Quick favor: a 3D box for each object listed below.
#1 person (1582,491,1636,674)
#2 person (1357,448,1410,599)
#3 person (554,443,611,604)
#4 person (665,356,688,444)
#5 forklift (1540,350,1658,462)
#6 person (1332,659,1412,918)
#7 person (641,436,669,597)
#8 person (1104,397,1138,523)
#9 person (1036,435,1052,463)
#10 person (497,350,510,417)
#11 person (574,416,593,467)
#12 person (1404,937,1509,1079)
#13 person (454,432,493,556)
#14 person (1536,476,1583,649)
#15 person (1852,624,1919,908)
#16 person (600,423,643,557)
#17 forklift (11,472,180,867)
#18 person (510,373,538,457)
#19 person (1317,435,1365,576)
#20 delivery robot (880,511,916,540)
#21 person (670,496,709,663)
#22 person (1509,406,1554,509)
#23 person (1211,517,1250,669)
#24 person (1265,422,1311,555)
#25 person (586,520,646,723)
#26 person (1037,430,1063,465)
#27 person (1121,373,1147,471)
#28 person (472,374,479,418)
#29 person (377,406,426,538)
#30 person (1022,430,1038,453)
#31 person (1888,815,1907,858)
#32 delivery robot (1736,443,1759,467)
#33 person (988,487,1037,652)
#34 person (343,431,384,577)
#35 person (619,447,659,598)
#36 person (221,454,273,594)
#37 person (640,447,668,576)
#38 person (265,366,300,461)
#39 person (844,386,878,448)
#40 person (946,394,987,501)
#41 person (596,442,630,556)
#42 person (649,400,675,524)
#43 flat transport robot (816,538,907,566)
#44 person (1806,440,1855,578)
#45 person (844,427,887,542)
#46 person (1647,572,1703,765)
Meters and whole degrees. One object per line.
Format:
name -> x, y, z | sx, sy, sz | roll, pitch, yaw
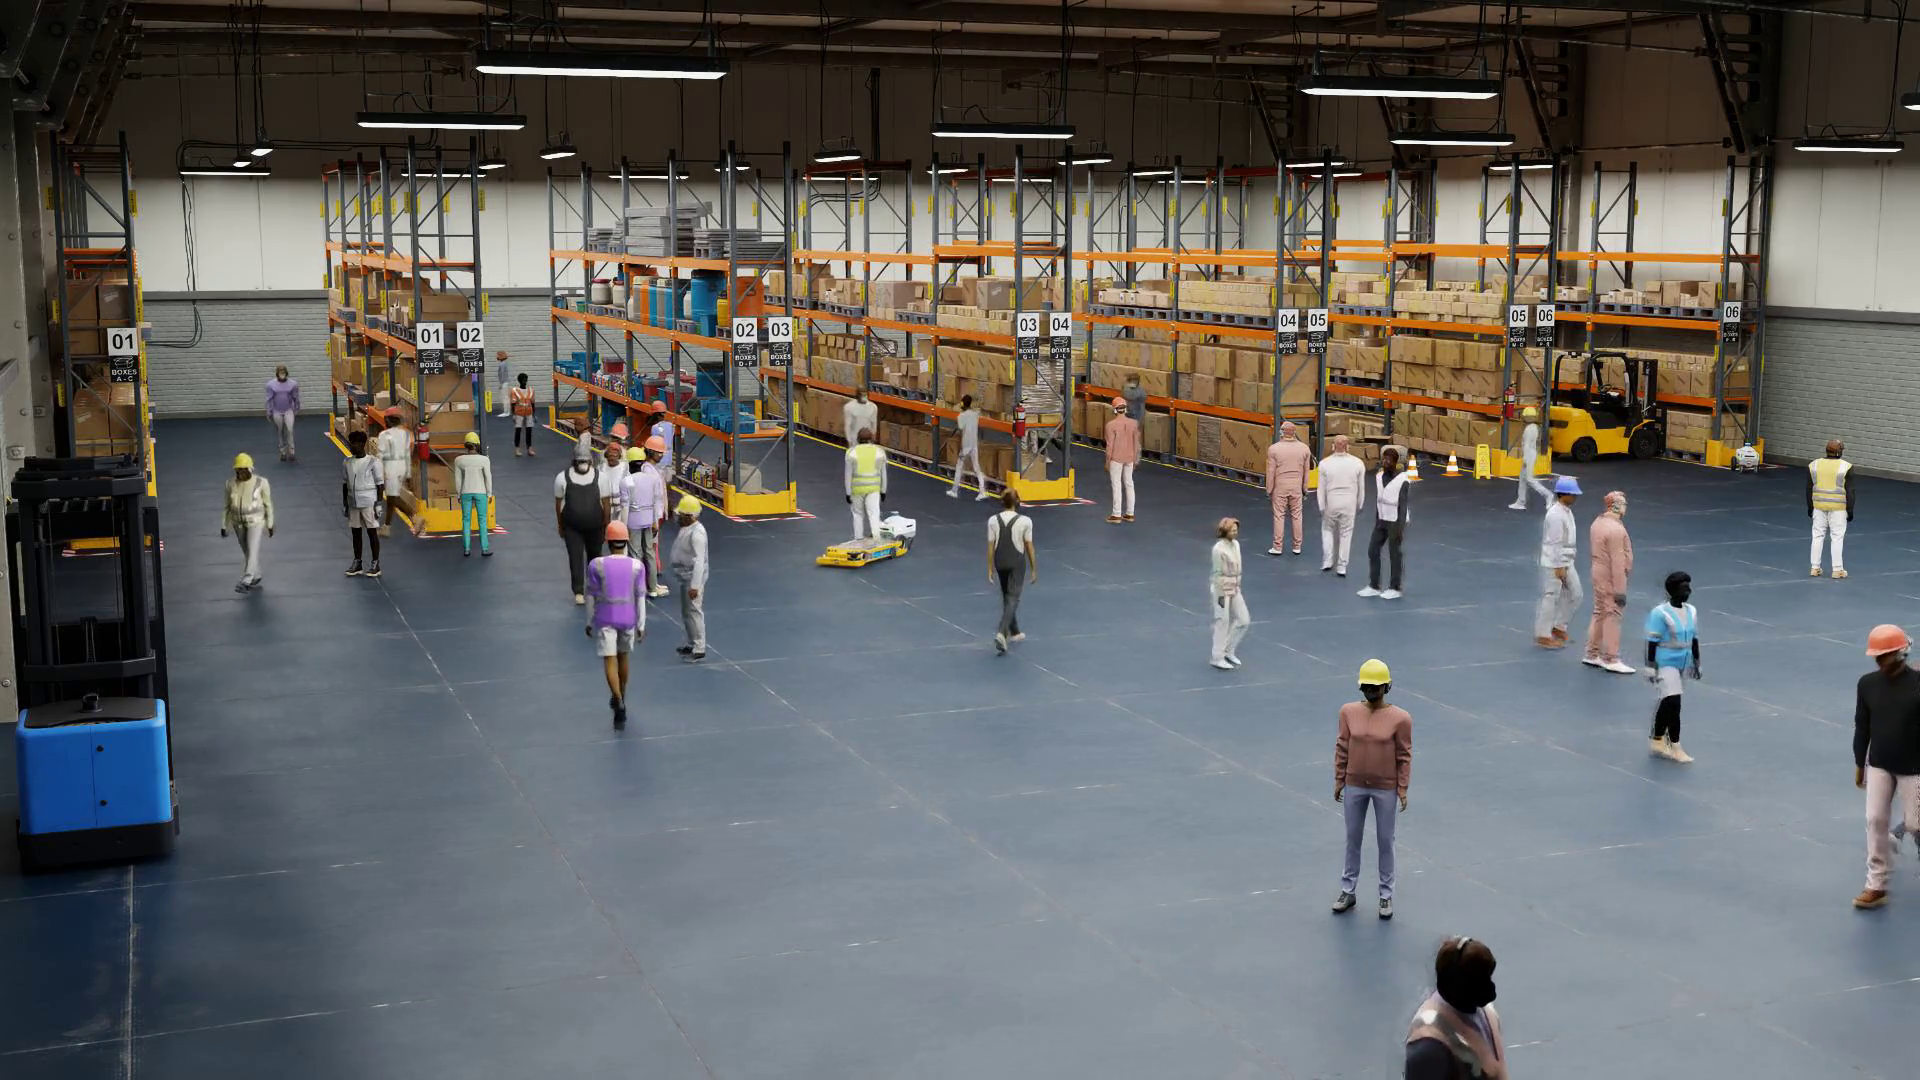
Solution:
person -> 6.861, 0.443, 22.134 | 0.453, 1.901, 0.705 | -1, 9, -5
person -> 5.319, -0.202, 26.291 | 0.673, 1.901, 0.629 | -5, 10, -29
person -> -4.730, -0.246, 26.287 | 0.691, 2.000, 0.853 | -2, 9, -14
person -> -6.132, -3.033, 45.030 | 0.605, 1.951, 0.380 | 1, 9, 7
forklift -> 12.897, -2.725, 42.309 | 2.313, 2.155, 1.214 | -3, 9, -21
person -> 2.798, 1.676, 14.241 | 0.523, 1.769, 0.314 | 4, 9, 25
person -> -3.888, -0.311, 26.605 | 0.386, 2.034, 0.604 | -1, 9, -8
person -> 2.530, -1.266, 33.140 | 0.613, 1.982, 0.407 | -5, 10, -32
person -> 1.604, -2.496, 41.656 | 0.594, 1.896, 0.725 | -6, 10, -35
person -> -11.248, -3.856, 51.567 | 0.265, 1.632, 0.507 | 0, 9, -2
person -> -6.062, -1.187, 33.774 | 0.278, 1.633, 0.499 | 0, 9, -1
person -> 2.048, 2.496, 8.676 | 0.953, 1.802, 0.619 | 5, 10, 28
person -> -6.906, -0.652, 29.759 | 0.525, 1.772, 0.309 | 0, 9, 1
person -> 6.669, 0.256, 23.192 | 0.531, 1.929, 0.623 | 6, 10, 34
person -> 6.497, 1.541, 14.465 | 0.720, 1.968, 0.660 | -7, 11, -38
person -> -4.783, -0.641, 29.070 | 0.624, 1.962, 0.963 | 5, 10, 30
forklift -> -6.630, 0.886, 15.957 | 1.129, 2.768, 1.873 | -3, 9, -21
person -> -8.906, -2.556, 42.694 | 0.548, 1.697, 0.315 | -6, 10, -33
person -> 5.119, -0.477, 28.211 | 0.649, 1.885, 0.670 | 1, 9, 5
delivery robot -> -0.935, -0.172, 30.414 | 0.477, 0.478, 0.707 | 4, 10, 28
person -> -2.926, 0.417, 22.566 | 0.405, 1.801, 0.683 | -3, 9, -20
person -> 9.464, -1.354, 34.587 | 0.688, 1.718, 0.492 | 4, 9, 24
person -> 2.851, 0.565, 22.132 | 0.405, 1.618, 0.538 | 6, 10, 34
person -> 4.661, -0.738, 29.873 | 0.651, 1.905, 0.409 | -2, 9, -11
person -> -3.256, 0.760, 19.925 | 0.546, 1.909, 0.949 | -3, 9, -21
person -> 1.761, -2.281, 40.918 | 0.732, 1.670, 0.535 | 5, 10, 33
person -> 3.303, -2.288, 40.262 | 0.456, 1.893, 0.783 | -7, 11, -37
person -> -11.895, -3.851, 50.911 | 0.596, 1.812, 0.854 | -3, 9, -17
person -> -8.406, -1.005, 31.400 | 0.931, 1.995, 0.657 | 4, 9, 26
person -> 1.293, -2.150, 40.183 | 0.510, 1.639, 0.308 | -4, 9, -24
person -> 7.063, 1.608, 15.166 | 0.496, 1.626, 0.520 | 1, 9, 5
delivery robot -> 15.023, -1.603, 39.956 | 0.477, 0.478, 0.707 | 2, 9, 13
person -> 0.548, 0.311, 23.220 | 0.523, 1.817, 0.920 | 4, 9, 23
person -> -8.006, -0.493, 28.038 | 0.617, 1.963, 0.361 | 3, 9, 18
person -> -4.042, -0.205, 26.254 | 0.384, 1.924, 0.594 | 8, 12, 42
person -> -9.160, -0.222, 26.853 | 0.623, 1.777, 0.957 | 1, 9, 7
person -> -4.234, -0.393, 28.211 | 0.539, 1.716, 0.925 | -7, 11, -39
person -> -13.488, -2.510, 41.700 | 0.646, 1.894, 0.955 | -2, 9, -15
person -> -1.711, -1.749, 36.663 | 0.638, 1.892, 0.967 | -3, 9, -18
person -> 0.145, -1.587, 35.895 | 0.487, 1.813, 1.017 | -5, 10, -32
person -> -4.526, -0.386, 27.702 | 0.663, 1.844, 0.625 | 3, 9, 19
person -> -4.730, -1.238, 33.092 | 0.350, 1.942, 0.543 | 4, 9, 23
flat transport robot -> -1.371, 0.160, 29.451 | 0.652, 0.197, 1.431 | 5, 10, 27
person -> 11.652, -0.426, 28.013 | 0.633, 1.841, 0.429 | 8, 12, 43
person -> -1.344, -0.710, 30.004 | 0.627, 1.815, 0.807 | -2, 9, -12
person -> 6.301, 1.116, 18.242 | 0.552, 1.671, 0.683 | -5, 10, -33
